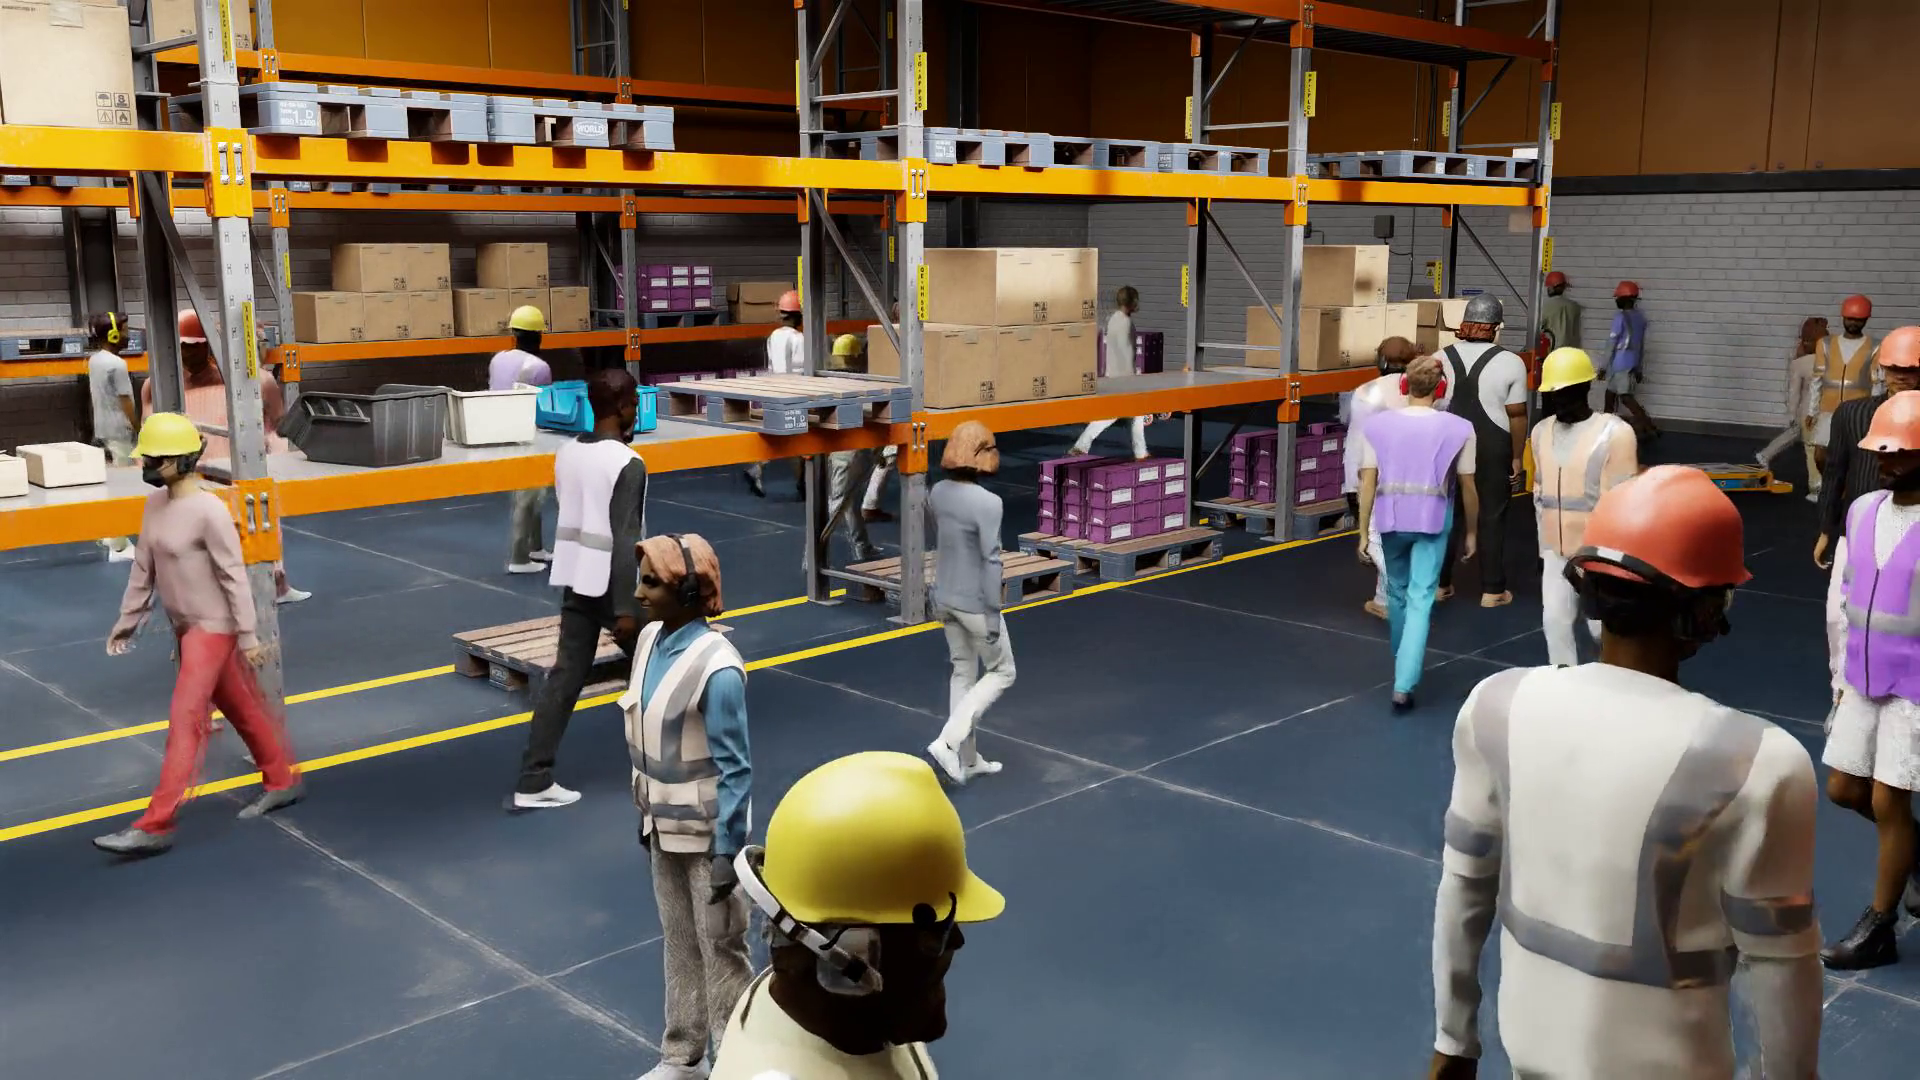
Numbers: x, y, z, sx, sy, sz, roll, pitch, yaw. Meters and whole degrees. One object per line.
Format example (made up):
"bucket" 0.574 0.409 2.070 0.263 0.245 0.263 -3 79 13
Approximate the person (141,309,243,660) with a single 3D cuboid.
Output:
"person" -4.302 -0.310 9.462 0.623 1.991 0.390 -3 11 -18

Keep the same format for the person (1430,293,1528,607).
"person" 3.375 -0.592 10.870 0.688 2.000 0.539 7 13 34

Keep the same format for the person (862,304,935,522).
"person" -0.447 -1.094 14.071 1.044 1.888 0.643 -6 12 -30

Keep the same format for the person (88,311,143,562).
"person" -6.160 -0.749 12.245 0.429 1.854 0.522 -9 14 -40

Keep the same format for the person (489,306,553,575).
"person" -3.041 -0.718 11.909 0.624 1.905 0.641 8 13 38

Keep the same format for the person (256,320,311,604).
"person" -4.556 -0.452 10.557 0.649 1.878 0.800 9 14 42

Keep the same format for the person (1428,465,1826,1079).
"person" 1.149 0.880 2.877 0.495 2.024 0.619 -7 12 -32

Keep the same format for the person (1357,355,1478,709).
"person" 2.369 -0.055 8.630 0.586 1.798 0.985 4 11 23

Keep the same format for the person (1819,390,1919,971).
"person" 3.152 0.461 5.486 0.620 1.922 0.550 -3 11 -17

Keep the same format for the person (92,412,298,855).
"person" -3.056 0.352 6.597 0.535 1.723 0.890 9 14 40

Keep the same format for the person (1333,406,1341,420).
"person" 5.131 -2.328 21.486 0.526 1.616 0.652 -6 12 -28

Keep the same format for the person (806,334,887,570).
"person" -0.845 -0.633 12.041 0.491 1.699 0.890 10 14 44

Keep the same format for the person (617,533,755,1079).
"person" -0.718 0.785 4.455 0.315 1.641 0.515 -7 13 -35

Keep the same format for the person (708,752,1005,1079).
"person" -0.153 1.137 2.070 0.646 1.819 0.602 0 10 2

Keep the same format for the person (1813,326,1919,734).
"person" 4.362 -0.006 7.828 0.644 1.980 0.518 7 13 35

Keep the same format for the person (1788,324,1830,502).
"person" 7.724 -1.124 14.923 0.562 1.612 0.446 4 11 20

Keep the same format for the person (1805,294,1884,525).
"person" 7.385 -1.087 13.889 0.570 1.924 0.471 8 13 38

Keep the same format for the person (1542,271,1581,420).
"person" 7.129 -2.238 20.006 0.653 1.980 0.448 -3 11 -15

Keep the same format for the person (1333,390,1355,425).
"person" 4.031 -1.512 16.753 0.731 1.728 0.564 -4 11 -20

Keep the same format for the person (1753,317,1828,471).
"person" 8.401 -1.426 16.602 0.780 1.608 0.525 3 11 14

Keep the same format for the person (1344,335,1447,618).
"person" 2.676 -0.343 10.185 0.632 1.807 0.814 -2 11 -13

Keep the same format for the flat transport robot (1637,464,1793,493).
"flat transport robot" 6.968 -0.576 15.616 1.431 0.197 0.652 -1 11 -8

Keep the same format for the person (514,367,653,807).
"person" -1.510 0.194 7.109 0.599 1.855 1.032 9 14 42

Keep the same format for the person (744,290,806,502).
"person" -1.564 -1.266 14.886 0.671 1.920 0.550 -8 13 -36

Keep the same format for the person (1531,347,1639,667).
"person" 3.075 0.005 8.055 0.780 1.886 0.624 -6 12 -30

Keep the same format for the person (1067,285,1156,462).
"person" 1.611 -1.686 17.249 0.976 1.904 0.639 1 10 4

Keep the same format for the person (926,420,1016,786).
"person" 0.023 0.285 7.237 0.383 1.622 0.508 -8 13 -37

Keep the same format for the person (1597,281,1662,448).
"person" 7.640 -2.010 19.017 0.545 1.905 0.977 -10 14 -43
